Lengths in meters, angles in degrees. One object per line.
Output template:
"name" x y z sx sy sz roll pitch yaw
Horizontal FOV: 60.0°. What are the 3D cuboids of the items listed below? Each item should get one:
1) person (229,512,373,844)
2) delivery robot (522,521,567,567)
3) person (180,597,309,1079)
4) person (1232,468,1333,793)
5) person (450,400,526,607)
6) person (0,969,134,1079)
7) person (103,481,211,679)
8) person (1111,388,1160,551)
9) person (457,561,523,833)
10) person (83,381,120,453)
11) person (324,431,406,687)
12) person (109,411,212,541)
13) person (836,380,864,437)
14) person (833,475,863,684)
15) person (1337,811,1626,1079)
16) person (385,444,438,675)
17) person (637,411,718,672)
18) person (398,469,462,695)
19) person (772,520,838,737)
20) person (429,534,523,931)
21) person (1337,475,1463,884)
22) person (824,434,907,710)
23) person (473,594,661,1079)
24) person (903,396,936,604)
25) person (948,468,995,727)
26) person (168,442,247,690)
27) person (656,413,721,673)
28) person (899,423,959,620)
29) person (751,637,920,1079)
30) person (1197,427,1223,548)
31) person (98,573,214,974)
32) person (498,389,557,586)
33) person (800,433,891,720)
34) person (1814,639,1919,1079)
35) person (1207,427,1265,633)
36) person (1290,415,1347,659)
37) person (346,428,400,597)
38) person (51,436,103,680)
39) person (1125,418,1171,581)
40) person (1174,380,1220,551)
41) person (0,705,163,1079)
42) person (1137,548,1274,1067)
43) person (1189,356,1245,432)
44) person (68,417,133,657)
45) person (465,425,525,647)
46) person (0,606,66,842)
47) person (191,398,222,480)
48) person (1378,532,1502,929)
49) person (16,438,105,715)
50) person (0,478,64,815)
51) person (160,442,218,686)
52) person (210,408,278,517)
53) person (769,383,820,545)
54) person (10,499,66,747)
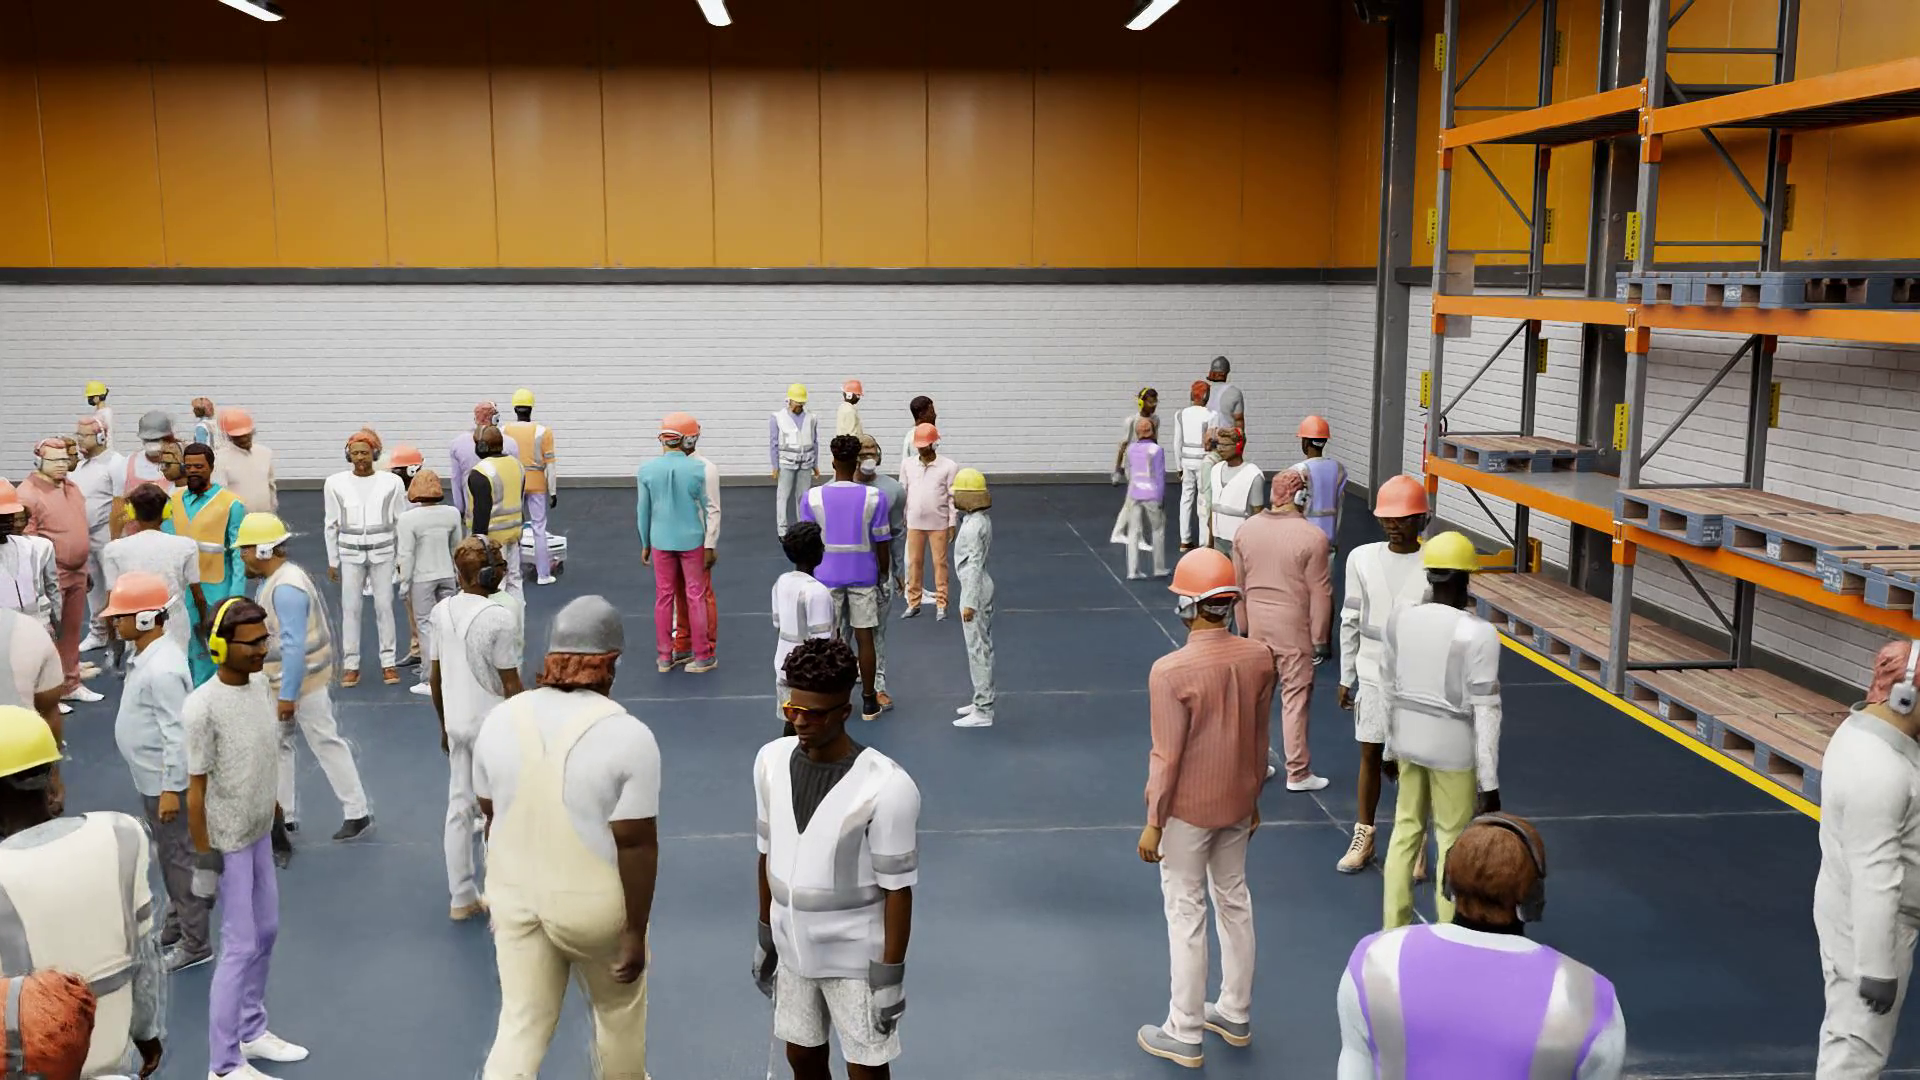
"person" -3.507 0.736 8.860 0.656 1.794 0.611 -6 11 -33
"delivery robot" -4.276 0.057 16.655 0.707 0.478 0.477 6 11 34
"person" -2.660 1.120 6.204 0.354 1.863 0.537 1 9 5
"person" 1.914 0.526 9.800 0.400 1.902 0.643 -9 12 -43
"person" -4.231 -0.305 14.994 0.654 1.906 0.407 1 9 6
"person" -1.535 1.633 2.949 0.691 1.866 0.615 -2 9 -10
"person" -4.645 0.575 9.673 0.521 1.838 0.659 -3 10 -18
"person" 1.920 -0.796 18.472 0.574 1.806 0.714 -9 13 -44
"person" -2.520 0.809 8.851 0.499 1.634 0.279 7 11 37
"person" -10.301 -1.026 19.993 0.338 1.761 0.524 -8 12 -41
"person" -4.370 0.141 12.269 0.574 1.883 0.361 -3 9 -17
"person" -6.103 0.007 12.615 0.700 2.000 0.916 0 9 -1
"person" -1.337 -1.096 20.469 0.339 1.742 0.563 -3 9 -17
"person" -0.762 0.198 12.343 0.342 1.741 0.560 0 9 -3
"person" 1.171 1.514 3.780 0.631 1.841 0.428 5 10 27
"person" -4.162 0.144 12.651 0.341 1.750 0.566 -8 12 -41
"person" -2.138 0.020 12.670 0.610 1.996 0.384 1 9 6
"person" -3.825 0.302 12.038 0.265 1.632 0.508 8 12 40
"person" -0.836 0.734 9.117 0.318 1.699 0.532 -6 11 -34
"person" -2.210 0.888 7.694 0.508 1.844 0.336 5 10 28
"person" 2.180 0.692 8.306 0.608 2.044 0.377 5 10 30
"person" -0.666 0.230 11.533 0.629 1.940 0.377 -3 10 -18
"person" -1.313 1.154 5.415 0.689 2.000 0.979 2 9 15
"person" -0.387 -0.369 15.389 0.395 1.911 0.587 0 9 -1
"person" 0.078 0.383 11.187 0.321 1.742 0.492 1 9 7
"person" -5.033 0.301 11.147 0.595 1.921 0.386 3 9 18
"person" -2.086 0.016 12.723 0.608 1.987 0.391 8 12 43
"person" -0.289 -0.162 14.608 0.564 1.741 0.340 2 9 14
"person" -0.394 1.247 5.096 0.602 1.959 0.375 6 11 35
"person" 2.329 -0.222 15.301 0.310 1.642 0.514 3 9 17
"person" -3.506 1.005 7.249 0.342 1.749 0.573 -6 11 -33
"person" -4.221 -0.506 16.198 0.596 1.923 0.378 0 9 -2
"person" -0.774 0.256 11.281 0.614 1.964 0.361 -1 9 -4
"person" 2.940 1.244 5.315 0.399 1.897 0.647 5 10 27
"person" 2.175 0.022 13.133 0.373 1.843 0.572 -6 11 -31
"person" 2.746 -0.007 13.024 0.545 1.938 0.362 -5 10 -29
"person" -5.605 -0.304 15.995 0.513 1.587 0.872 1 9 9
"person" -6.699 0.138 12.441 0.342 1.840 0.503 -7 11 -38
"person" 1.860 -0.411 16.589 0.537 1.602 0.610 8 12 42
"person" 2.604 -0.795 18.133 0.573 1.887 0.354 8 12 39
"person" -2.423 1.373 4.457 0.453 1.909 0.615 5 10 29
"person" 0.932 1.018 6.410 0.624 1.992 0.386 -7 11 -36
"person" 3.197 -1.250 20.509 0.681 2.000 0.538 4 10 25
"person" -6.867 -0.030 13.254 0.638 1.913 0.407 4 10 24
"person" -3.732 -0.006 13.329 0.429 1.839 0.634 3 9 17
"person" -4.018 0.957 6.647 0.539 2.000 0.799 4 10 25
"person" -8.628 -0.823 19.122 0.315 1.631 0.512 -1 9 -7
"person" 2.112 0.926 7.307 0.423 1.914 0.658 -7 12 -38
"person" -6.258 0.241 11.573 0.400 1.905 0.644 1 9 7
"person" -5.224 0.614 9.125 0.364 1.935 0.553 3 9 17
"person" -5.530 0.219 11.898 0.508 1.846 0.345 6 11 35
"person" -5.808 -0.119 13.737 1.029 1.931 0.631 6 11 32
"person" -1.847 -0.853 18.688 0.586 1.825 0.403 -5 10 -28
"person" -5.949 0.547 10.513 0.314 1.631 0.518 8 12 41
